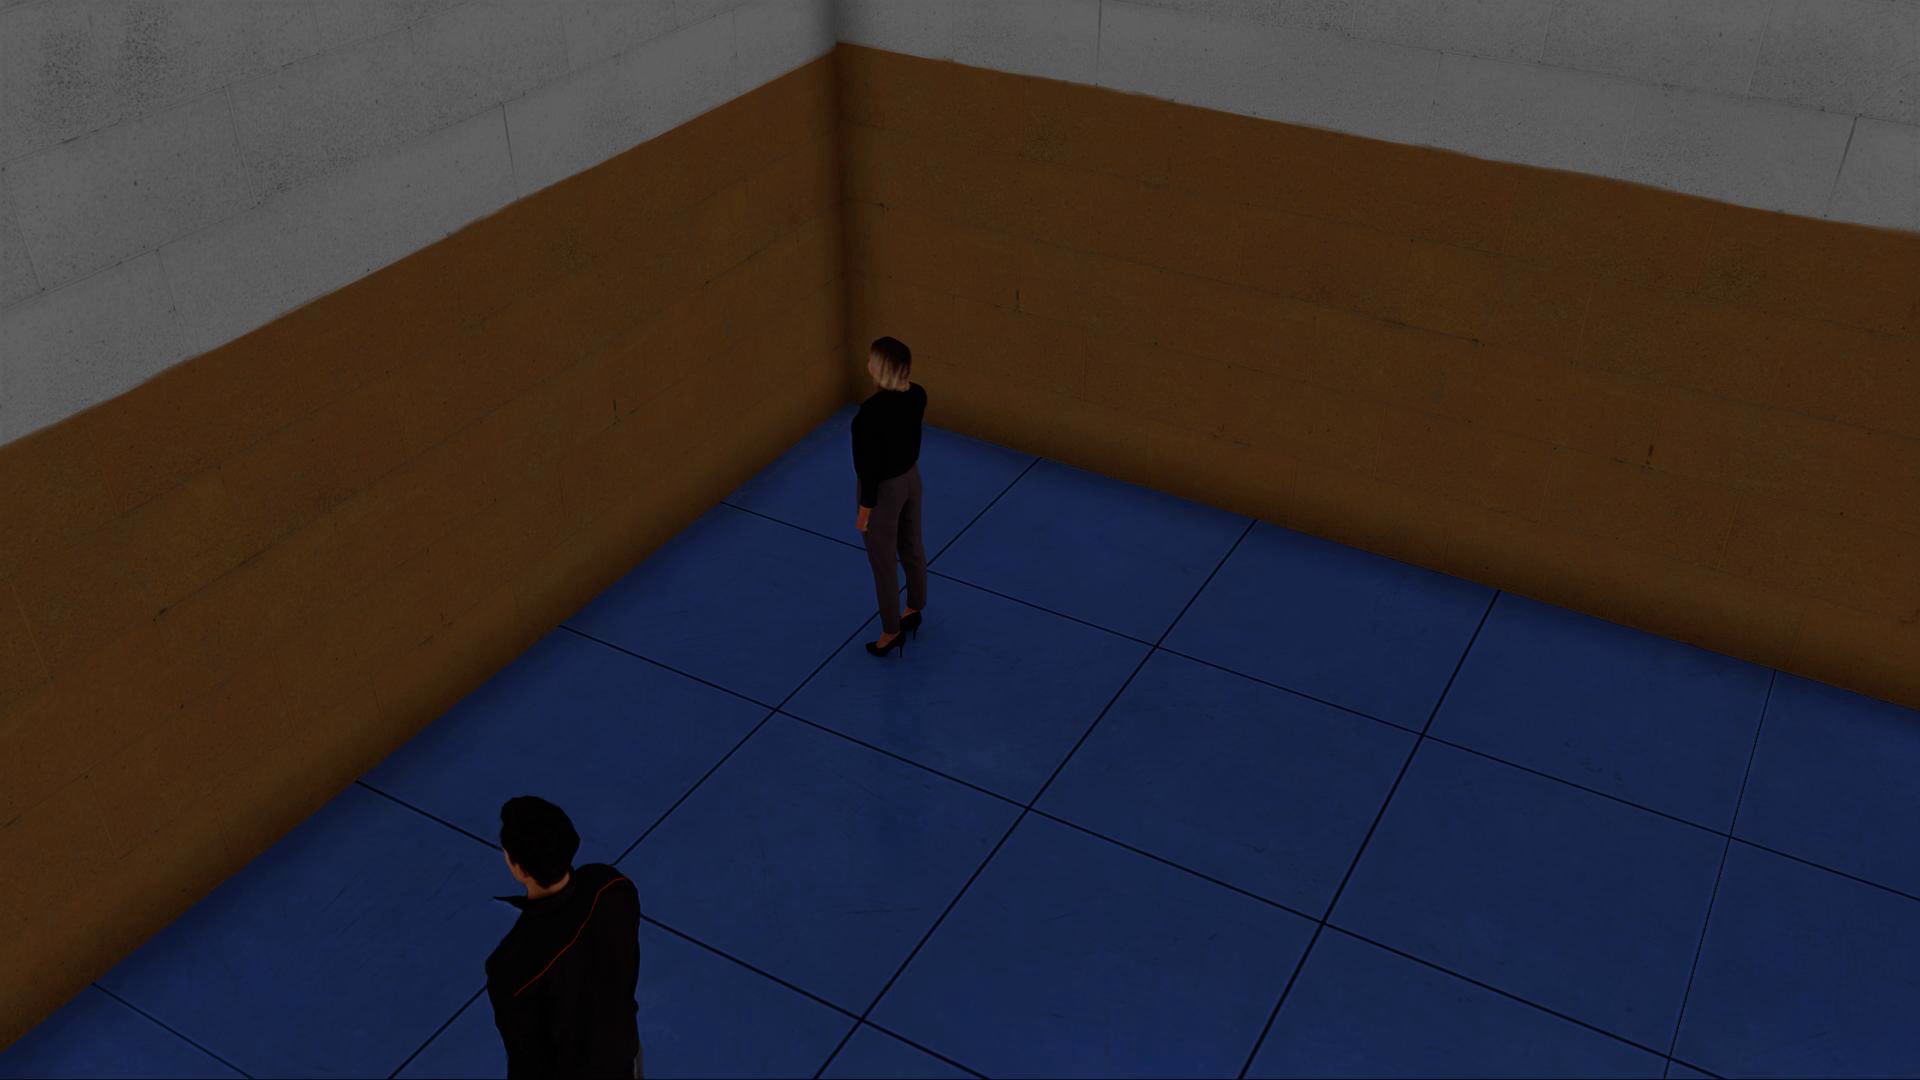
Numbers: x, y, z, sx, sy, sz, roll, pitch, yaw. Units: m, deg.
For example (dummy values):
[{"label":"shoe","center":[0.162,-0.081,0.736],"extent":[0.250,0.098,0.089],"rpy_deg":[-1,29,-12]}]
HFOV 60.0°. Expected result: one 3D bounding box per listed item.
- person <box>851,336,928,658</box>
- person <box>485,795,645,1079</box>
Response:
[{"label":"person","center":[-0.311,-0.186,7.727],"extent":[0.662,1.672,0.472],"rpy_deg":[20,39,28]},{"label":"person","center":[-1.121,1.518,4.917],"extent":[0.770,1.946,0.536],"rpy_deg":[15,37,22]}]
